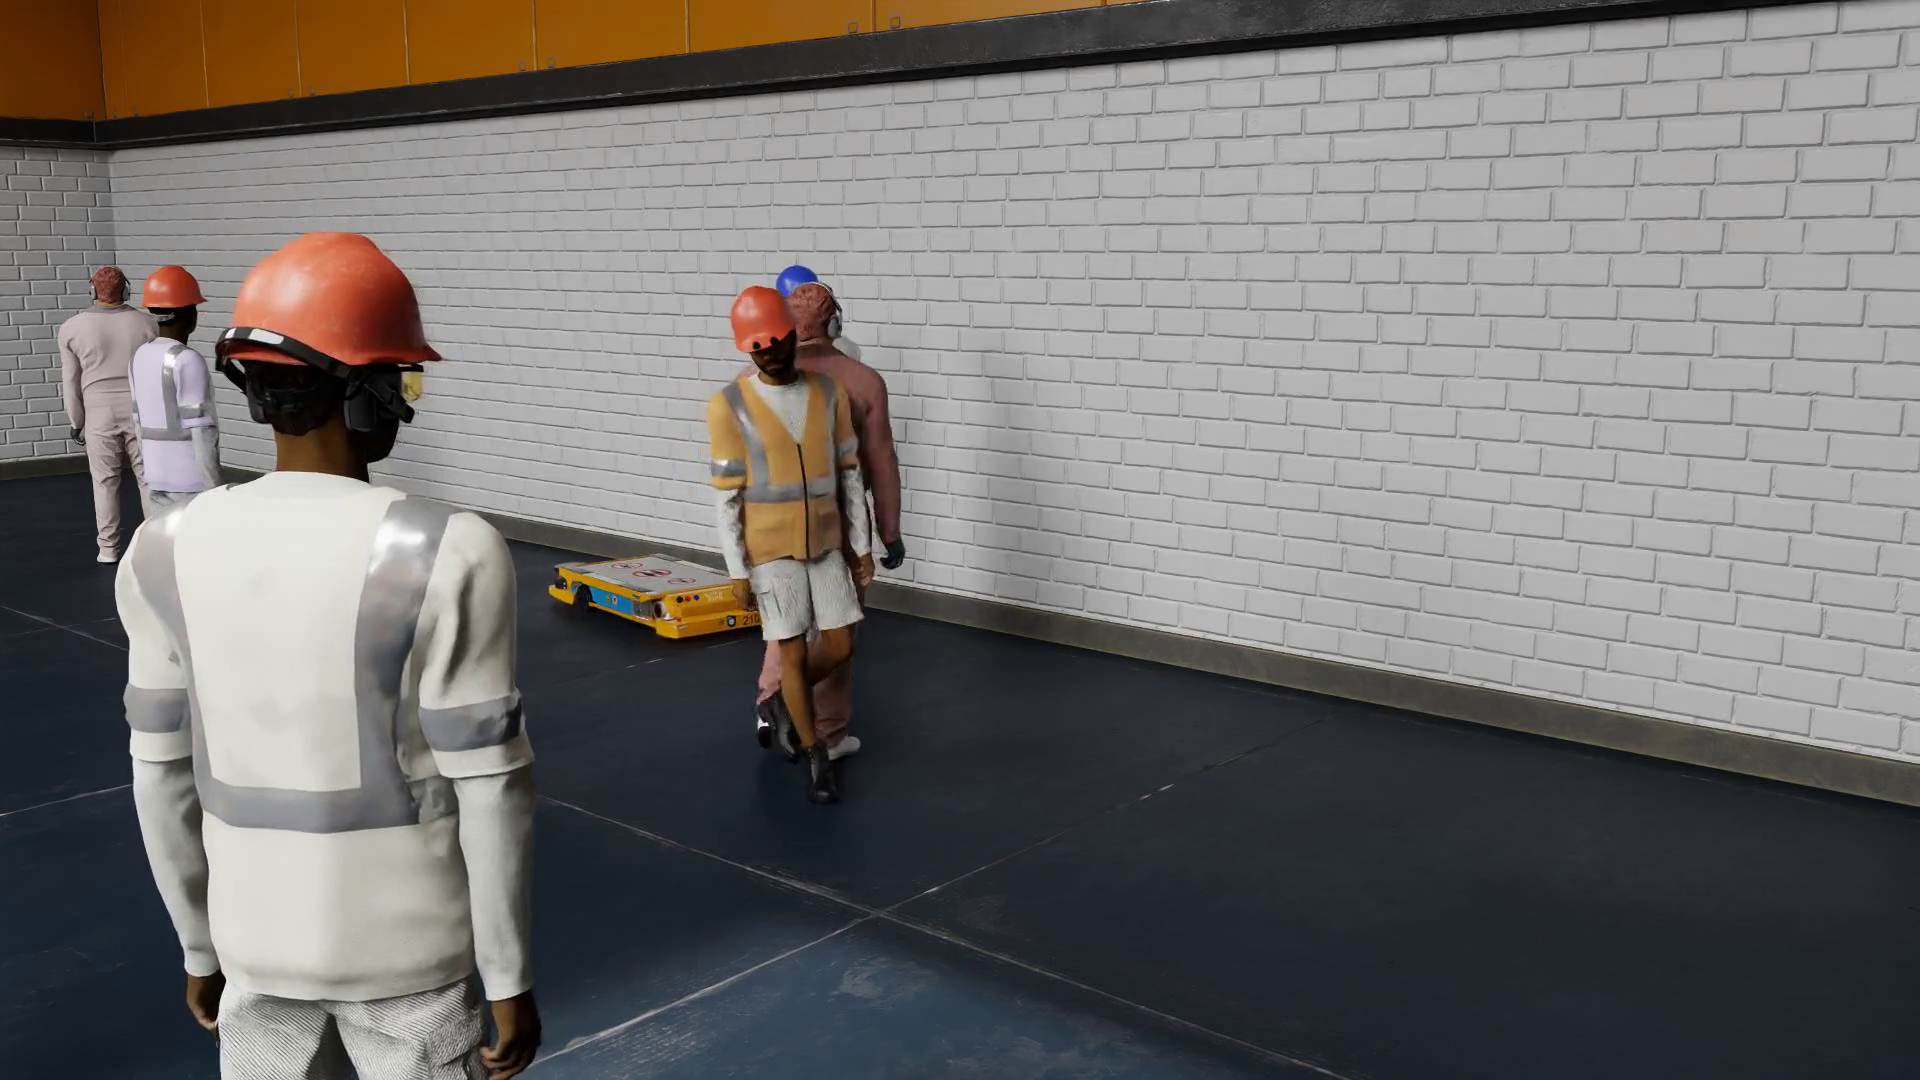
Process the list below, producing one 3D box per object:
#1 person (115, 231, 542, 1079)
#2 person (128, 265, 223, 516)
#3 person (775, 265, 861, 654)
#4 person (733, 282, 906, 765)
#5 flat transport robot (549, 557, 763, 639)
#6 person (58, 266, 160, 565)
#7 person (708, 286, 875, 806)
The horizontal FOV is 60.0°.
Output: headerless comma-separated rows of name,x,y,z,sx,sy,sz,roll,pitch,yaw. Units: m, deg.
person,-0.897,0.578,2.479,0.609,2.044,0.397,2,10,12
person,-3.554,-0.280,7.659,0.550,1.941,0.347,7,12,35
person,-0.748,-0.362,8.136,0.409,1.935,0.615,10,14,44
person,-0.552,-0.051,6.490,0.659,1.892,0.419,4,11,20
flat transport robot,-1.649,0.286,9.186,0.652,0.197,1.431,-8,13,-40
person,-5.379,-0.792,10.671,0.642,1.909,0.409,-5,11,-27
person,-0.648,0.016,6.127,0.604,1.892,0.576,-6,12,-30
